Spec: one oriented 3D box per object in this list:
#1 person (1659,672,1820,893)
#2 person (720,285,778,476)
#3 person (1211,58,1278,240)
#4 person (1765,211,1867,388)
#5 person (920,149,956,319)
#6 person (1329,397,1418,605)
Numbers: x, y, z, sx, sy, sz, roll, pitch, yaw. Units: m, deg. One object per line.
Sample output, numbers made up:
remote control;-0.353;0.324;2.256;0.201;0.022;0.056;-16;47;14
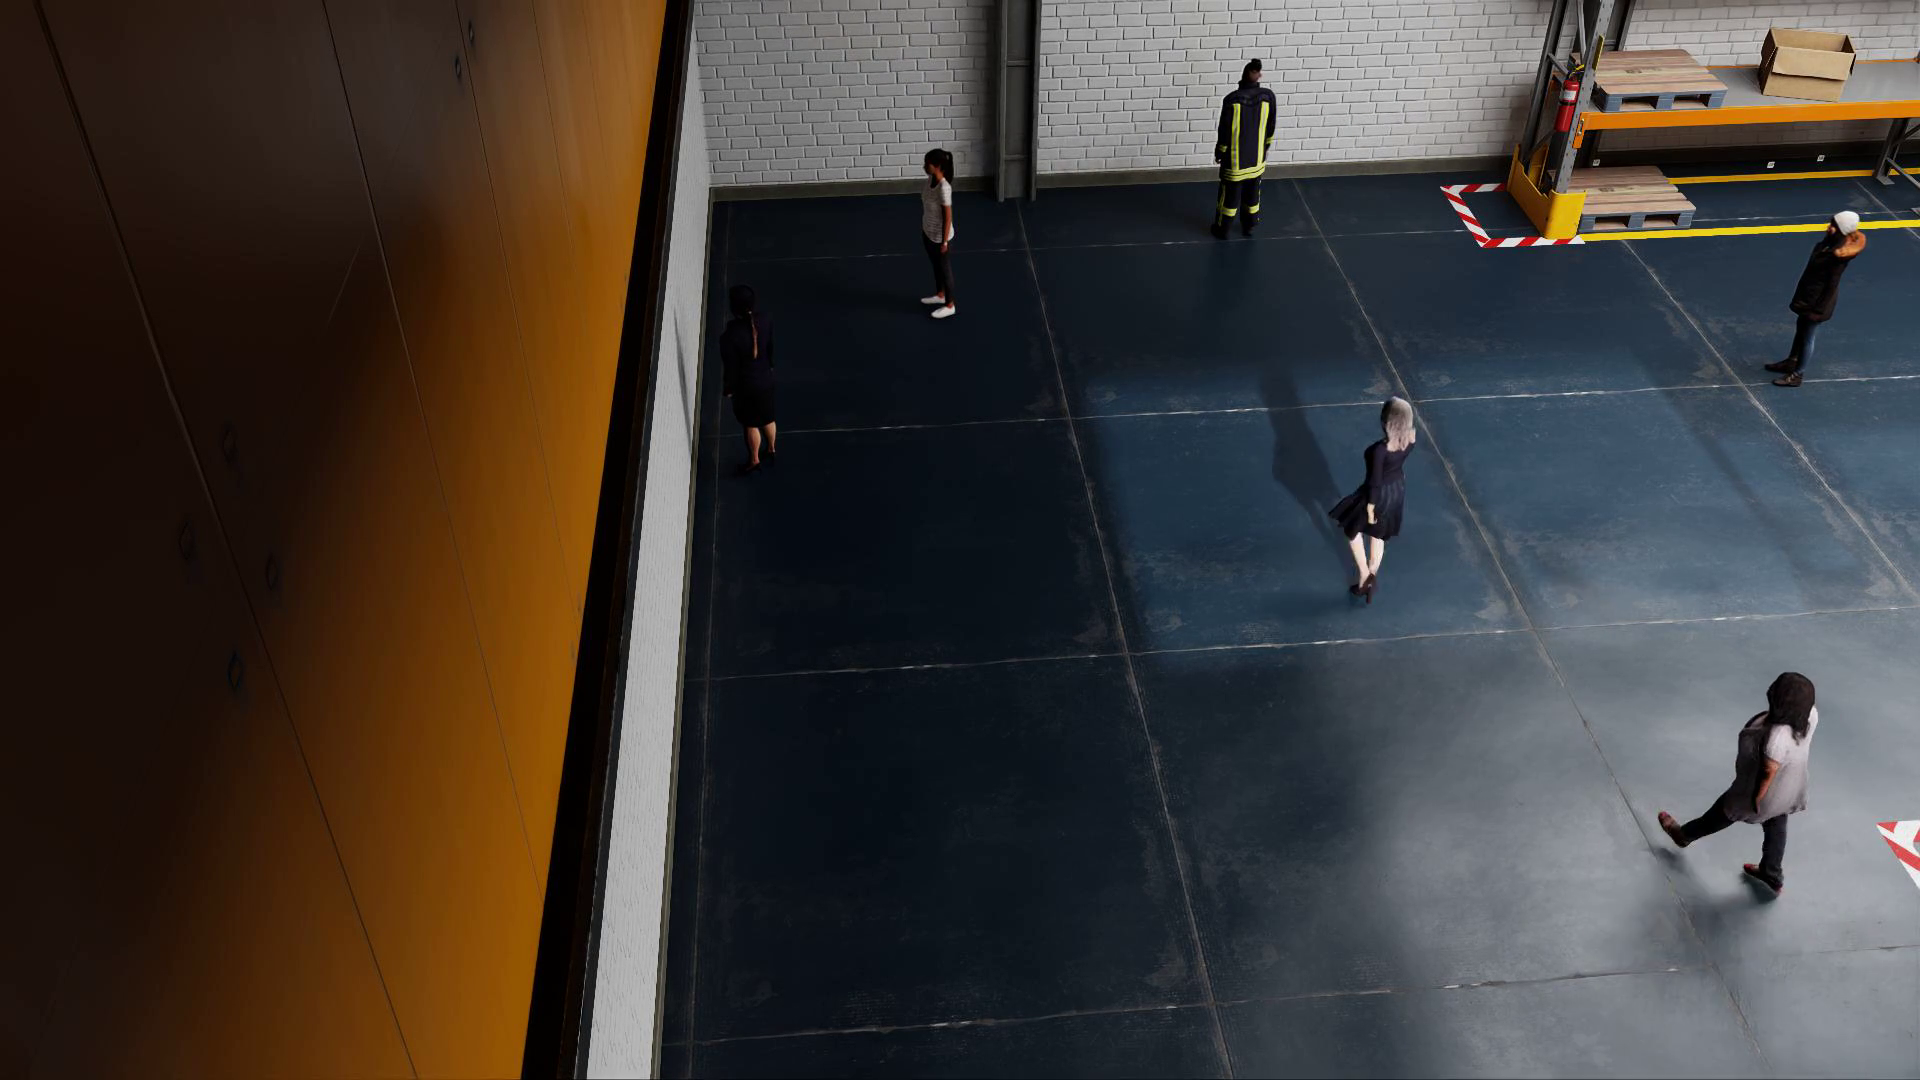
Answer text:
person;4.867;1.475;9.874;1.062;1.563;1.013;-24;45;-27
person;-1.658;-1.251;13.201;0.856;1.671;0.795;28;46;30
person;2.772;-3.846;16.298;0.672;1.861;0.854;-8;39;-10
person;7.352;-2.079;14.267;0.691;1.634;0.691;6;39;8
person;-0.190;-2.808;15.174;0.591;1.643;0.619;-12;40;-15
person;3.056;-0.243;11.887;0.745;1.735;0.814;-24;44;-27
